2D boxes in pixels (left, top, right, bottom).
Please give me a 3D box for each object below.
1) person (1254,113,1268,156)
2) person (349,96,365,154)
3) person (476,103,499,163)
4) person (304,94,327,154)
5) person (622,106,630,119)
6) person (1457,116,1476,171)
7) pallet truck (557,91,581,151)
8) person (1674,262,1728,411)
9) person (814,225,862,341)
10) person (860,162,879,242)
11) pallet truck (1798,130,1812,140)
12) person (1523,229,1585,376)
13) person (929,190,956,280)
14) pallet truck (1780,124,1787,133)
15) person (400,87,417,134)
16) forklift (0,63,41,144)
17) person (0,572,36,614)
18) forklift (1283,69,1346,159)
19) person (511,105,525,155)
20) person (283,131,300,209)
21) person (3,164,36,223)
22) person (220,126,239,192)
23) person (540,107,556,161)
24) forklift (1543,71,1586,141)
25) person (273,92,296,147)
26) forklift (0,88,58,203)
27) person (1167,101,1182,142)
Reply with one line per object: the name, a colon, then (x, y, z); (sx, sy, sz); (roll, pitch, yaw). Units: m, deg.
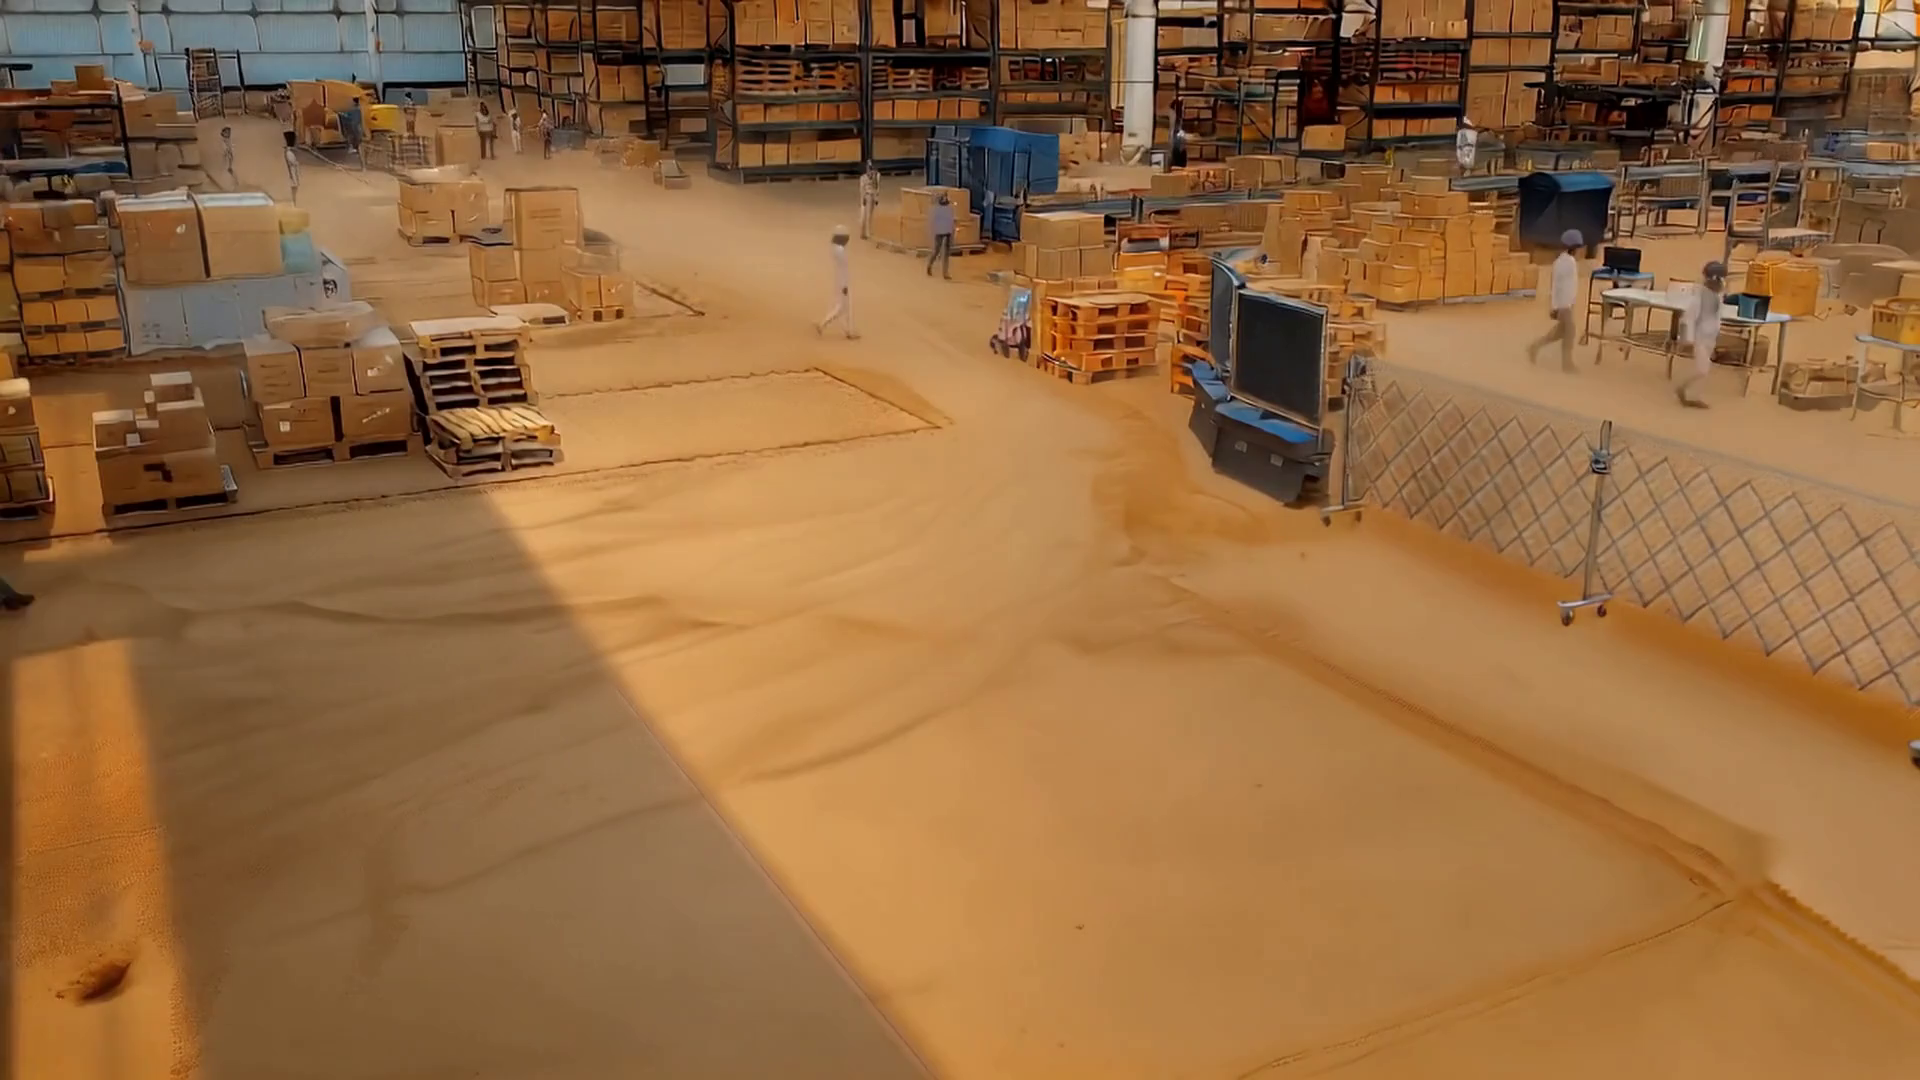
person: (8.377, -10.859, 46.207); (0.358, 1.938, 0.548); (15, 23, 40)
person: (-20.342, -13.951, 55.943); (0.639, 1.902, 0.667); (-9, 20, -26)
person: (-14.964, -12.843, 52.518); (0.616, 1.862, 1.023); (-14, 23, -37)
person: (-21.612, -13.956, 55.813); (0.642, 1.962, 0.811); (-16, 24, -40)
person: (-12.439, -15.605, 61.162); (0.622, 1.842, 0.429); (-12, 22, -34)
person: (13.361, -10.116, 43.755); (0.620, 2.019, 0.666); (-7, 19, -21)
pallet truck: (-13.495, -14.412, 57.188); (0.823, 1.965, 1.885); (-3, 18, -9)
person: (9.056, -2.468, 20.235); (0.621, 1.818, 0.428); (-14, 22, -36)
person: (-1.799, -3.762, 24.415); (0.639, 1.726, 0.494); (-2, 18, -7)
person: (-1.913, -7.109, 34.998); (0.311, 1.639, 0.513); (12, 22, 34)
pallet truck: (25.526, -11.556, 49.408); (1.630, 1.274, 0.653); (-9, 20, -26)
person: (8.020, -3.201, 22.297); (0.791, 1.960, 0.637); (12, 21, 33)
person: (-0.327, -5.514, 30.056); (0.510, 1.622, 0.403); (-9, 20, -26)
pallet truck: (25.206, -12.542, 52.601); (1.601, 1.201, 0.680); (0, 18, -2)
person: (-20.593, -15.948, 62.116); (0.566, 1.912, 0.579); (-4, 18, -13)
forklift: (-34.035, -15.536, 59.268); (1.873, 2.768, 1.129); (-9, 20, -26)
person: (-8.059, -0.254, 13.250); (1.077, 1.864, 0.526); (4, 18, 12)
forklift: (11.615, -13.871, 54.079); (1.129, 2.768, 1.873); (-9, 20, -27)
person: (-14.817, -13.710, 55.574); (0.309, 1.641, 0.513); (-15, 23, -39)
person: (-15.849, -8.723, 39.503); (0.368, 1.966, 0.602); (-5, 18, -14)
person: (-18.101, -6.276, 32.020); (0.544, 1.868, 1.023); (2, 18, 6)
person: (-18.538, -9.546, 42.217); (0.328, 1.876, 0.514); (-8, 20, -24)
person: (-13.251, -13.027, 53.354); (0.320, 1.697, 0.531); (-15, 23, -38)
forklift: (18.685, -13.231, 52.085); (1.873, 2.768, 1.129); (-9, 20, -26)
person: (-23.628, -14.697, 58.212); (0.658, 1.910, 0.752); (-16, 24, -40)
forklift: (-23.611, -9.725, 41.154); (1.873, 2.768, 1.129); (-9, 20, -26)
person: (7.333, -14.112, 56.740); (0.548, 1.680, 0.423); (-9, 20, -27)
